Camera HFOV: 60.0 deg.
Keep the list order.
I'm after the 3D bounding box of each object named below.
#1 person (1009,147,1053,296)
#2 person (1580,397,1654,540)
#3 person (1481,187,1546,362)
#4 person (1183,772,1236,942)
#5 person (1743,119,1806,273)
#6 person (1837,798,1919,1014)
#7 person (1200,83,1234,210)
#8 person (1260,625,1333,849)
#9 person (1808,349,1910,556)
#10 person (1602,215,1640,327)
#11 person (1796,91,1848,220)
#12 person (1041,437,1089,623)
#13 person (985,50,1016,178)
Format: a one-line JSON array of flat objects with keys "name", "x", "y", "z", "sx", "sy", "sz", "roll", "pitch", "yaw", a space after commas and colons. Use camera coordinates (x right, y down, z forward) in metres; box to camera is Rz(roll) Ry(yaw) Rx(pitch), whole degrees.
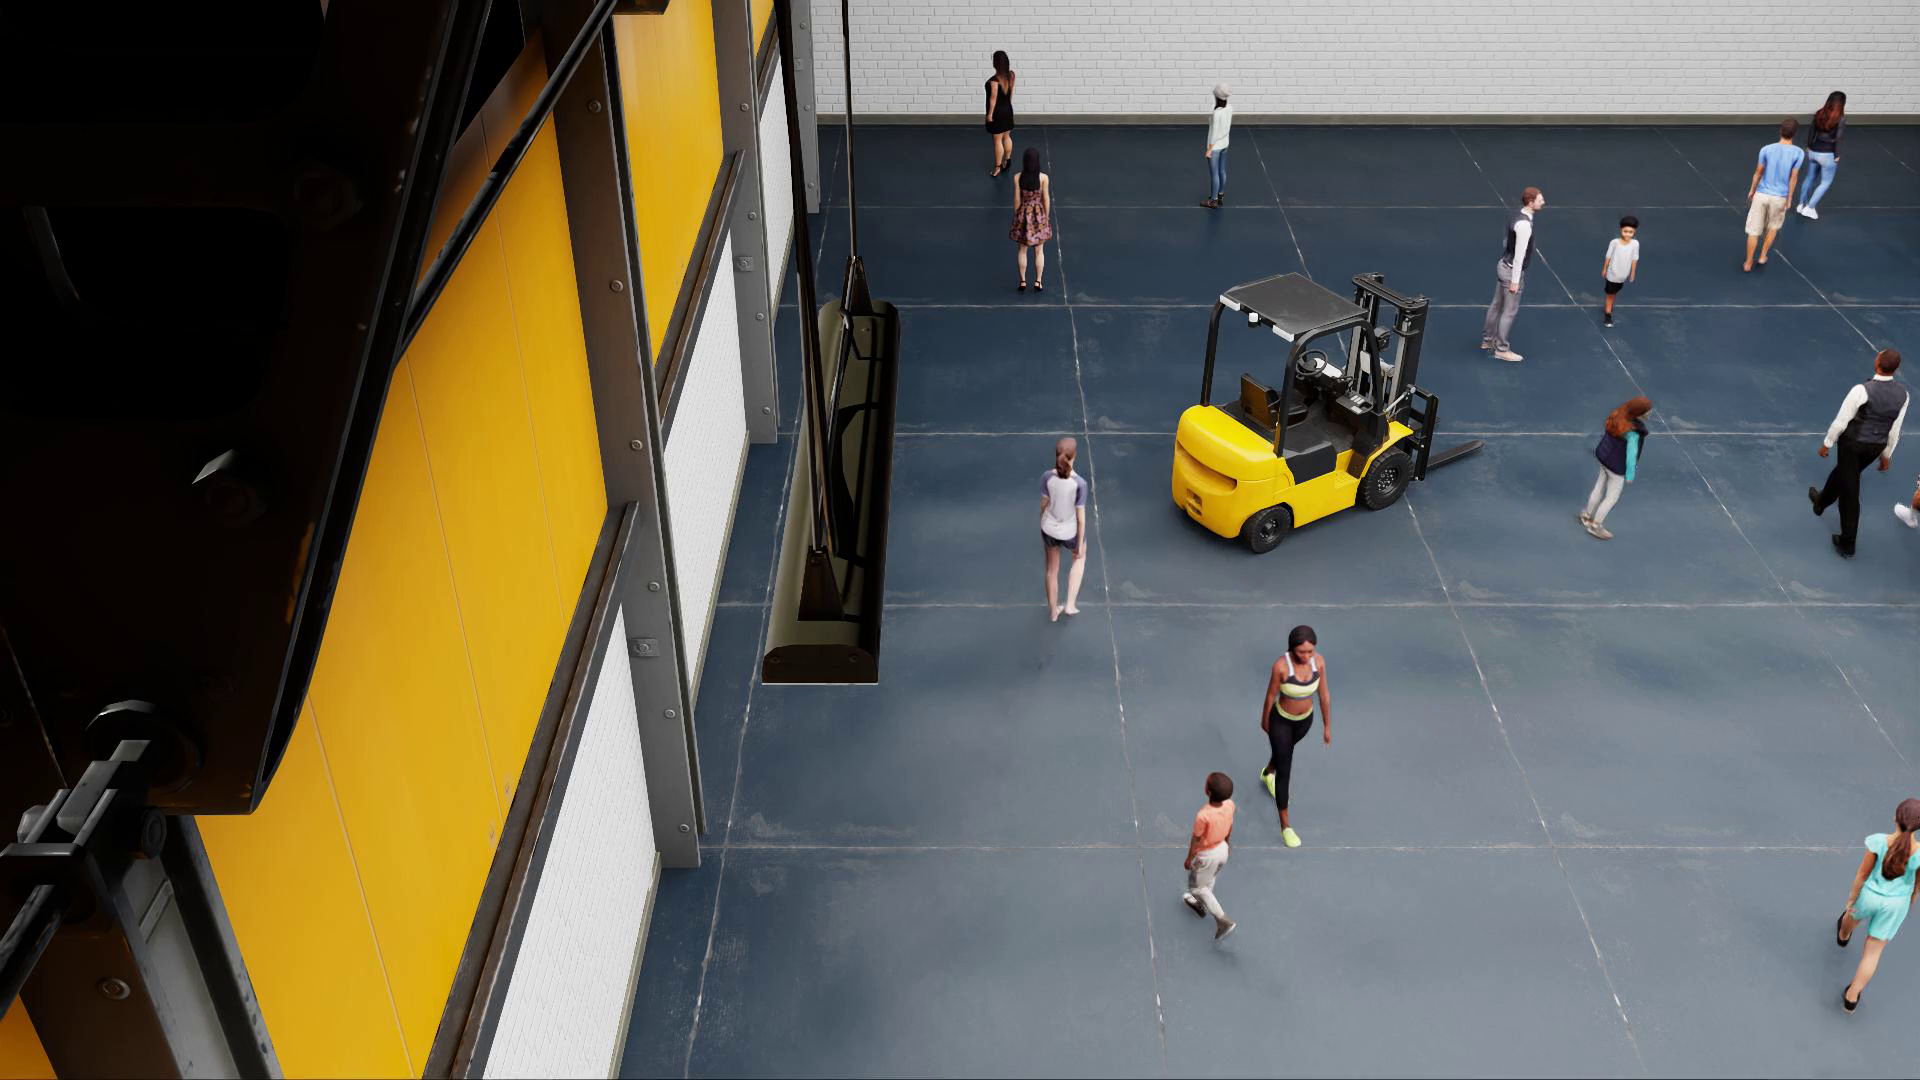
[{"name": "person", "x": 0.825, "y": -3.722, "z": 19.392, "sx": 0.681, "sy": 1.776, "sz": 0.686, "roll": 3, "pitch": 34, "yaw": 5}, {"name": "person", "x": 5.939, "y": -0.729, "z": 15.165, "sx": 0.743, "sy": 1.470, "sz": 0.519, "roll": -8, "pitch": 34, "yaw": -12}, {"name": "person", "x": 5.965, "y": -2.918, "z": 18.042, "sx": 0.821, "sy": 1.932, "sz": 0.688, "roll": 3, "pitch": 34, "yaw": 5}, {"name": "person", "x": 1.694, "y": 2.106, "z": 11.052, "sx": 0.733, "sy": 1.302, "sz": 0.839, "roll": -22, "pitch": 39, "yaw": -29}, {"name": "person", "x": 9.675, "y": -4.071, "z": 19.851, "sx": 0.815, "sy": 1.849, "sz": 0.893, "roll": 15, "pitch": 37, "yaw": 22}, {"name": "person", "x": 5.827, "y": 2.332, "z": 10.521, "sx": 0.914, "sy": 1.514, "sz": 1.122, "roll": 18, "pitch": 38, "yaw": 25}, {"name": "person", "x": 3.362, "y": -5.147, "z": 21.647, "sx": 0.702, "sy": 1.653, "sz": 0.618, "roll": 23, "pitch": 40, "yaw": 31}, {"name": "person", "x": 2.350, "y": 1.260, "z": 11.963, "sx": 0.778, "sy": 1.703, "sz": 1.177, "roll": -8, "pitch": 35, "yaw": -12}, {"name": "person", "x": 8.061, "y": -0.756, "z": 14.846, "sx": 0.719, "sy": 1.869, "sz": 1.222, "roll": -1, "pitch": 34, "yaw": -2}, {"name": "person", "x": 7.512, "y": -3.106, "z": 18.959, "sx": 0.612, "sy": 1.229, "sz": 0.910, "roll": 7, "pitch": 34, "yaw": 11}, {"name": "person", "x": 11.069, "y": -4.954, "z": 21.378, "sx": 0.827, "sy": 1.630, "sz": 0.716, "roll": -14, "pitch": 36, "yaw": -20}, {"name": "person", "x": 0.825, "y": -0.033, "z": 13.862, "sx": 0.657, "sy": 1.754, "sz": 0.705, "roll": 11, "pitch": 35, "yaw": 15}, {"name": "person", "x": 0.556, "y": -5.777, "z": 22.537, "sx": 0.812, "sy": 1.718, "sz": 0.726, "roll": 22, "pitch": 39, "yaw": 29}]
